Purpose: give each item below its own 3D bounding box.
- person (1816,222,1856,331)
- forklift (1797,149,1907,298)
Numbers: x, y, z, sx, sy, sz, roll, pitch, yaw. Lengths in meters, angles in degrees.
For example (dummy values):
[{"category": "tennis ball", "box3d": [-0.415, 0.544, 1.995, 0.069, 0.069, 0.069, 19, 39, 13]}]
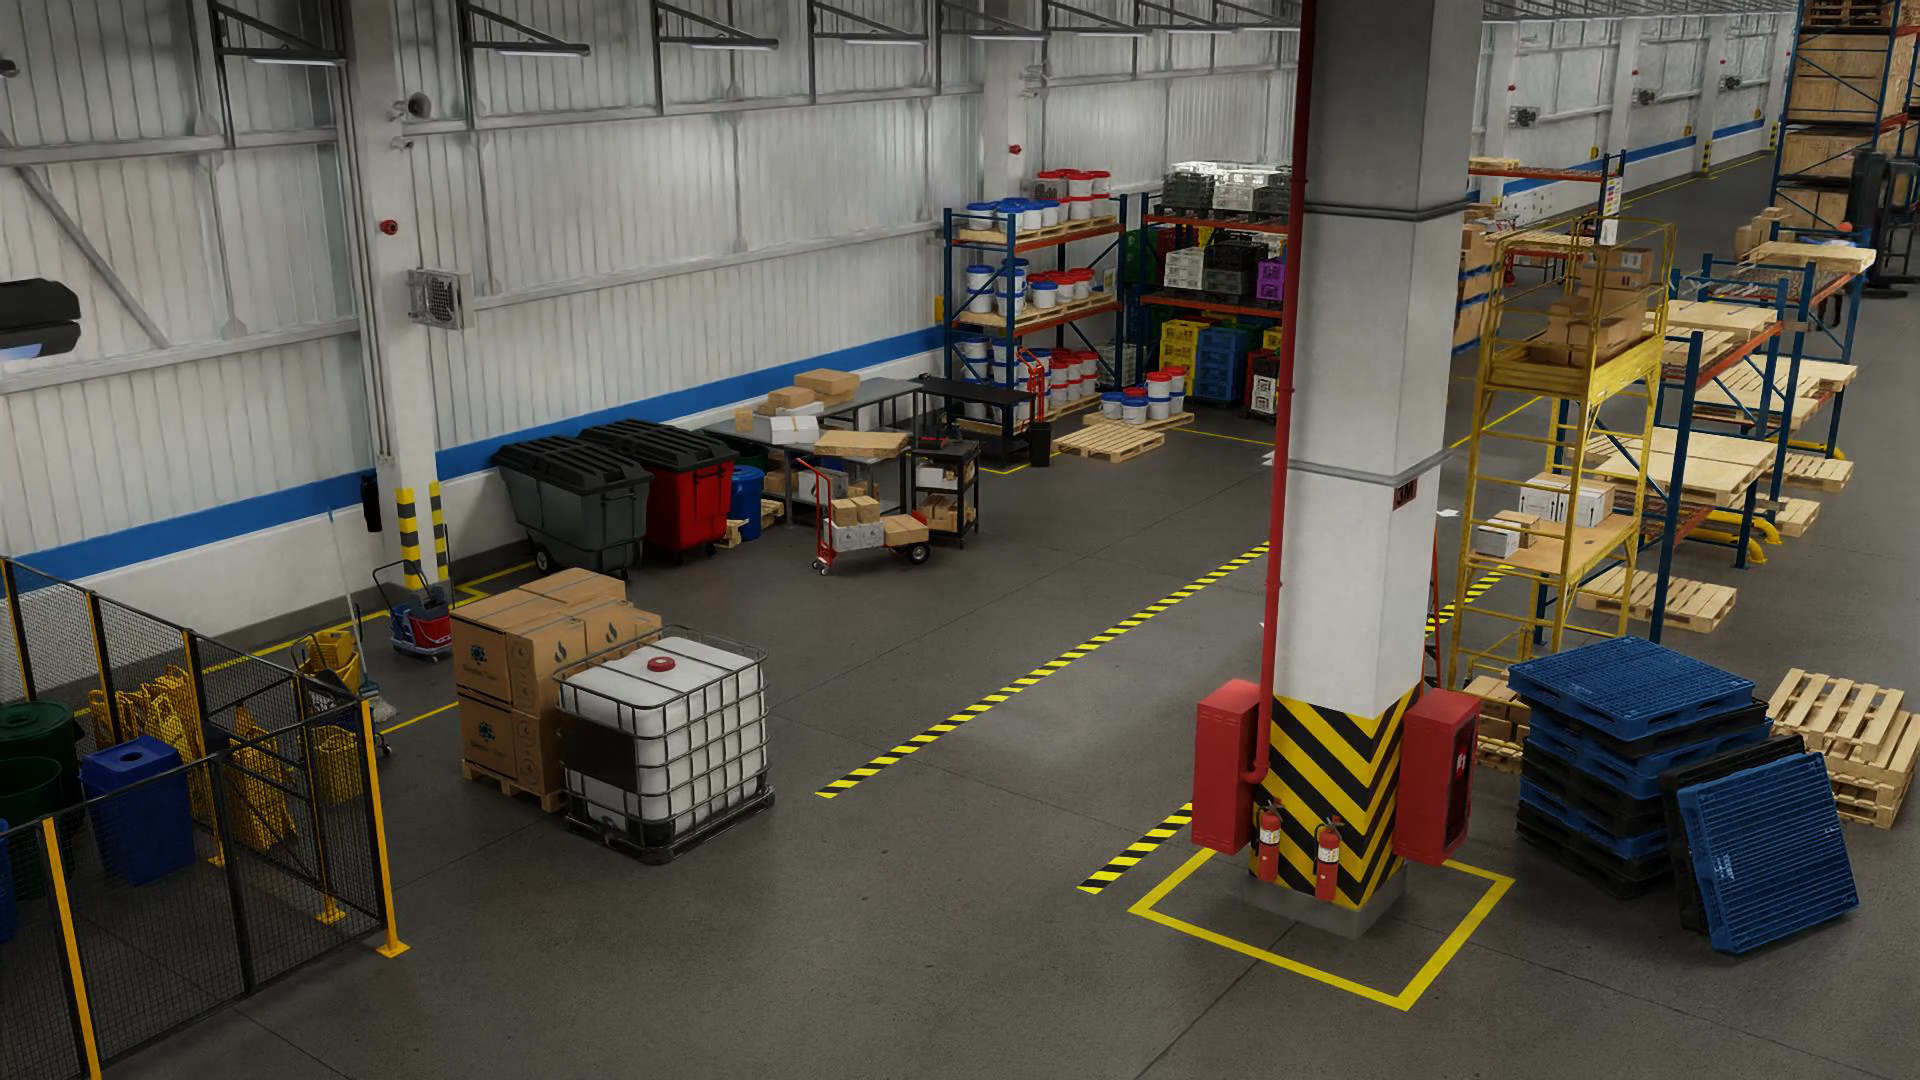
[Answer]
[{"category": "person", "box3d": [15.547, -4.682, 29.545, 0.553, 1.885, 0.986, 12, 22, 33]}, {"category": "forklift", "box3d": [17.715, -6.275, 32.826, 1.873, 2.768, 1.129, 3, 18, 9]}]
